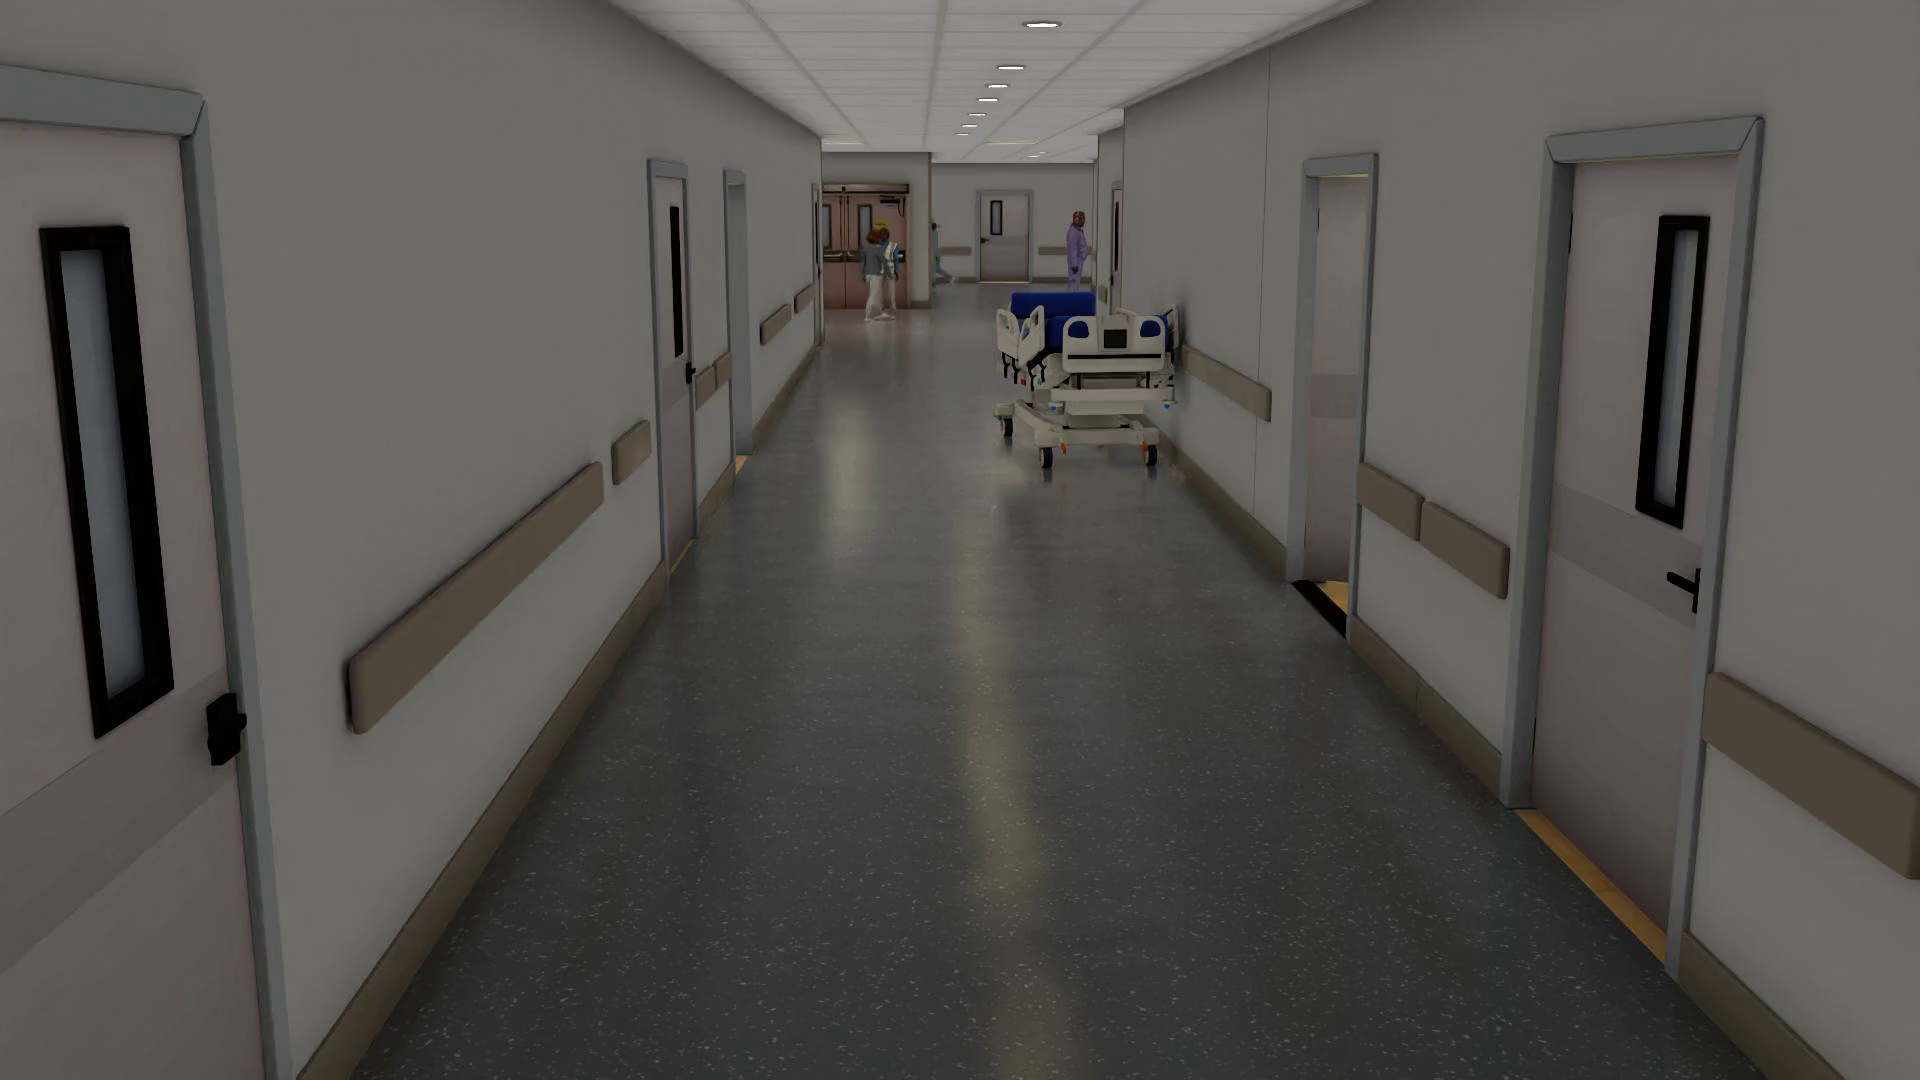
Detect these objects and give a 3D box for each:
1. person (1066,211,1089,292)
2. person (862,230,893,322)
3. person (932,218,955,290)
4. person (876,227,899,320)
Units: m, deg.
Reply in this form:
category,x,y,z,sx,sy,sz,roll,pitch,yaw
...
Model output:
category,x,y,z,sx,sy,sz,roll,pitch,yaw
person,2.164,-5.092,30.641,0.402,1.904,0.652,2,12,9
person,-1.419,-4.594,29.000,0.581,1.605,0.535,-8,14,-33
person,-0.499,-6.741,39.182,0.675,1.707,0.492,0,12,-1
person,-1.339,-4.736,29.577,0.522,1.631,0.321,1,12,3
